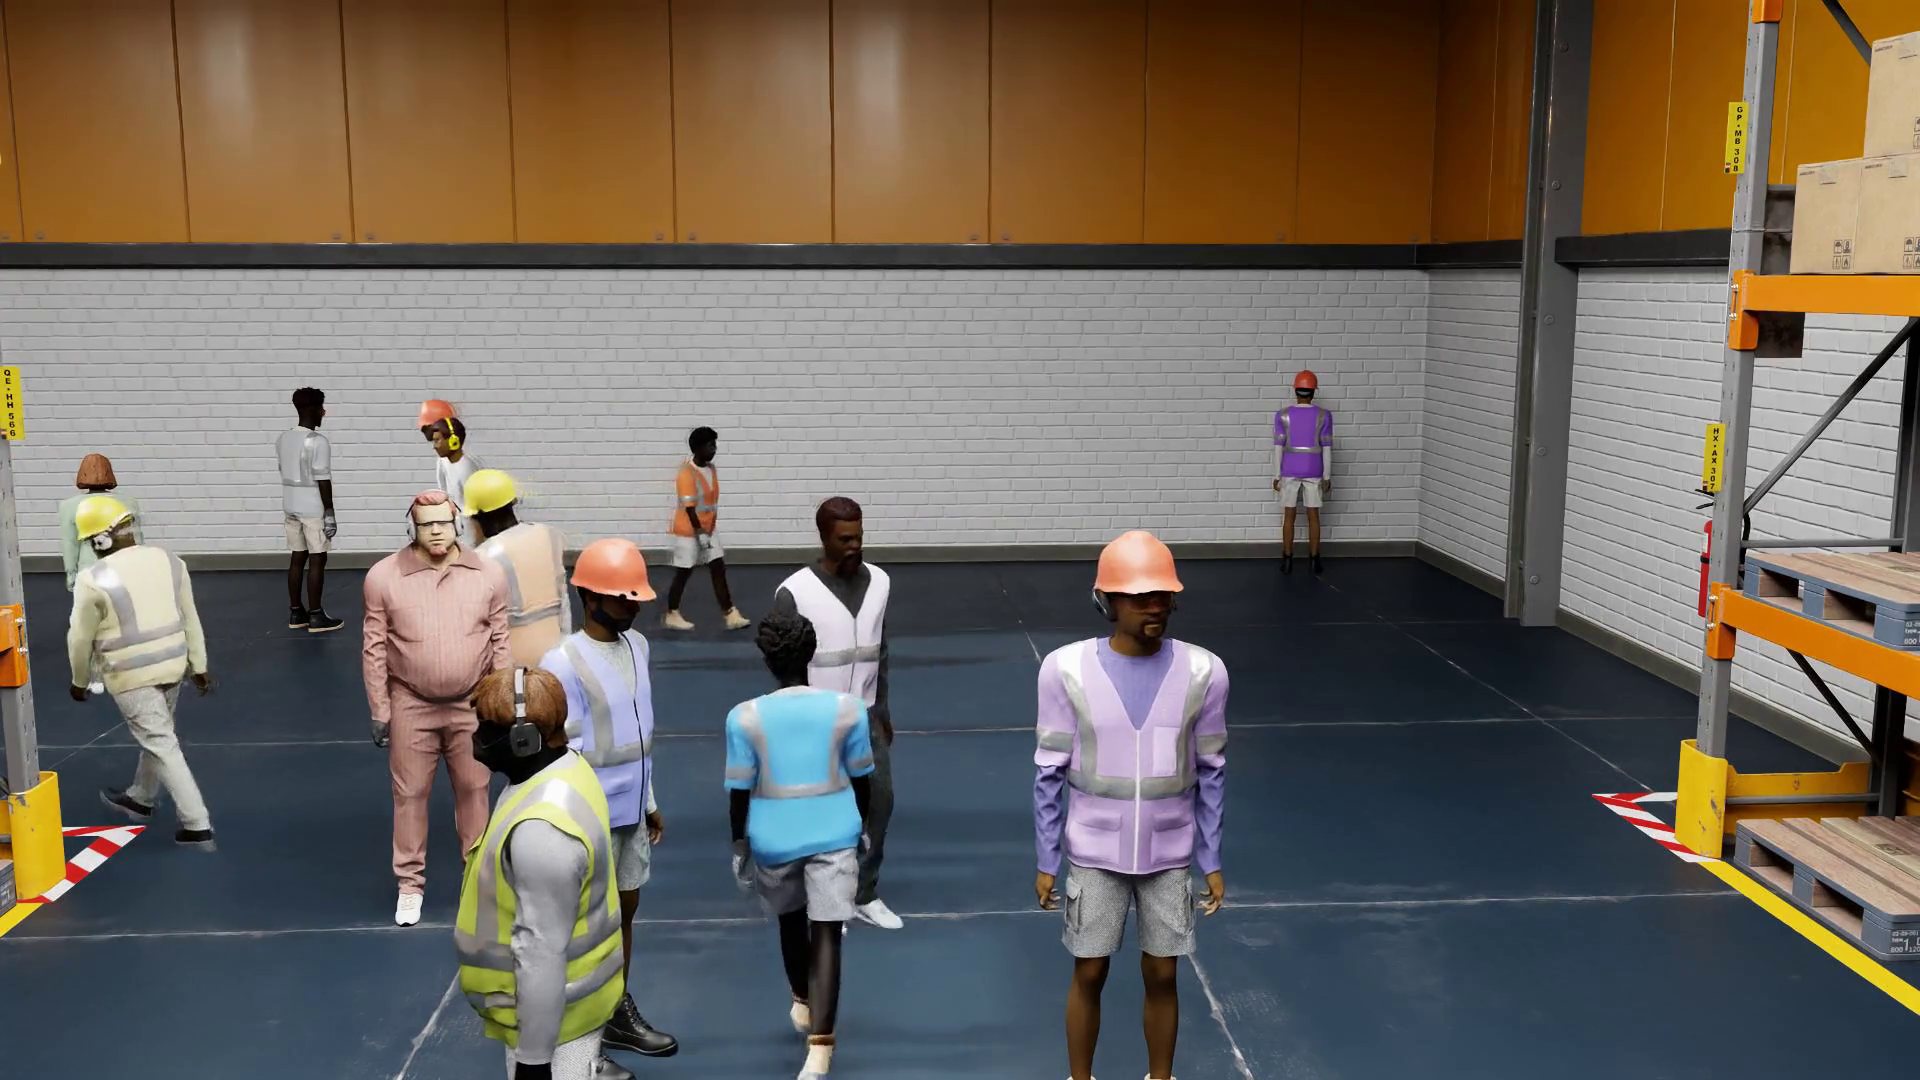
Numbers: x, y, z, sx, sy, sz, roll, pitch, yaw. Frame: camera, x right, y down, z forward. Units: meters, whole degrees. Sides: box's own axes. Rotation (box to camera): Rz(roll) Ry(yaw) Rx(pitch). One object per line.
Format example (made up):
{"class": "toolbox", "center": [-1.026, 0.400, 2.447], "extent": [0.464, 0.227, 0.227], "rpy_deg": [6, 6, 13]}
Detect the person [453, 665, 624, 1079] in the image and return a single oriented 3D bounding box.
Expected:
{"class": "person", "center": [-1.105, 1.230, 4.402], "extent": [0.431, 1.836, 0.619], "rpy_deg": [-2, 9, -13]}

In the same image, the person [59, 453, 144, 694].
{"class": "person", "center": [-5.812, 0.227, 11.307], "extent": [0.498, 1.633, 0.285], "rpy_deg": [-6, 11, -32]}

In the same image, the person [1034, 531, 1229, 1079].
{"class": "person", "center": [0.541, 0.982, 5.270], "extent": [0.615, 2.047, 0.357], "rpy_deg": [0, 9, -1]}

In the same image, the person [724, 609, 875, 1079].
{"class": "person", "center": [-0.565, 1.083, 5.901], "extent": [0.530, 1.659, 0.856], "rpy_deg": [0, 9, -3]}

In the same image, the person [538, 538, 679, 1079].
{"class": "person", "center": [-1.221, 0.947, 5.853], "extent": [0.363, 1.933, 0.543], "rpy_deg": [4, 10, 21]}

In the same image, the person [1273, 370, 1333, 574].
{"class": "person", "center": [3.261, -0.647, 15.847], "extent": [0.552, 1.934, 0.373], "rpy_deg": [2, 9, 12]}

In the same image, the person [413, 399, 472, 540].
{"class": "person", "center": [-3.816, -0.145, 12.802], "extent": [0.674, 1.904, 0.563], "rpy_deg": [-2, 9, -15]}

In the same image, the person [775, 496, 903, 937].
{"class": "person", "center": [-0.504, 0.757, 7.124], "extent": [0.615, 1.910, 0.479], "rpy_deg": [-8, 12, -41]}

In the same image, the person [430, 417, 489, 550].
{"class": "person", "center": [-3.588, 0.047, 11.825], "extent": [0.771, 1.834, 0.507], "rpy_deg": [-3, 9, -17]}

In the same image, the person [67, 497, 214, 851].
{"class": "person", "center": [-4.089, 0.655, 8.238], "extent": [0.914, 1.753, 0.615], "rpy_deg": [4, 10, 22]}

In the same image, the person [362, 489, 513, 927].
{"class": "person", "center": [-2.279, 0.725, 7.324], "extent": [0.639, 1.910, 0.406], "rpy_deg": [-4, 10, -25]}

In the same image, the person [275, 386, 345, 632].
{"class": "person", "center": [-5.188, -0.245, 13.271], "extent": [0.607, 1.958, 0.378], "rpy_deg": [6, 11, 34]}

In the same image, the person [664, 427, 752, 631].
{"class": "person", "center": [-2.050, -0.073, 13.141], "extent": [0.760, 1.648, 0.542], "rpy_deg": [4, 10, 24]}

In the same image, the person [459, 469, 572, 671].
{"class": "person", "center": [-2.205, 0.571, 8.324], "extent": [0.411, 1.889, 0.637], "rpy_deg": [5, 10, 29]}
